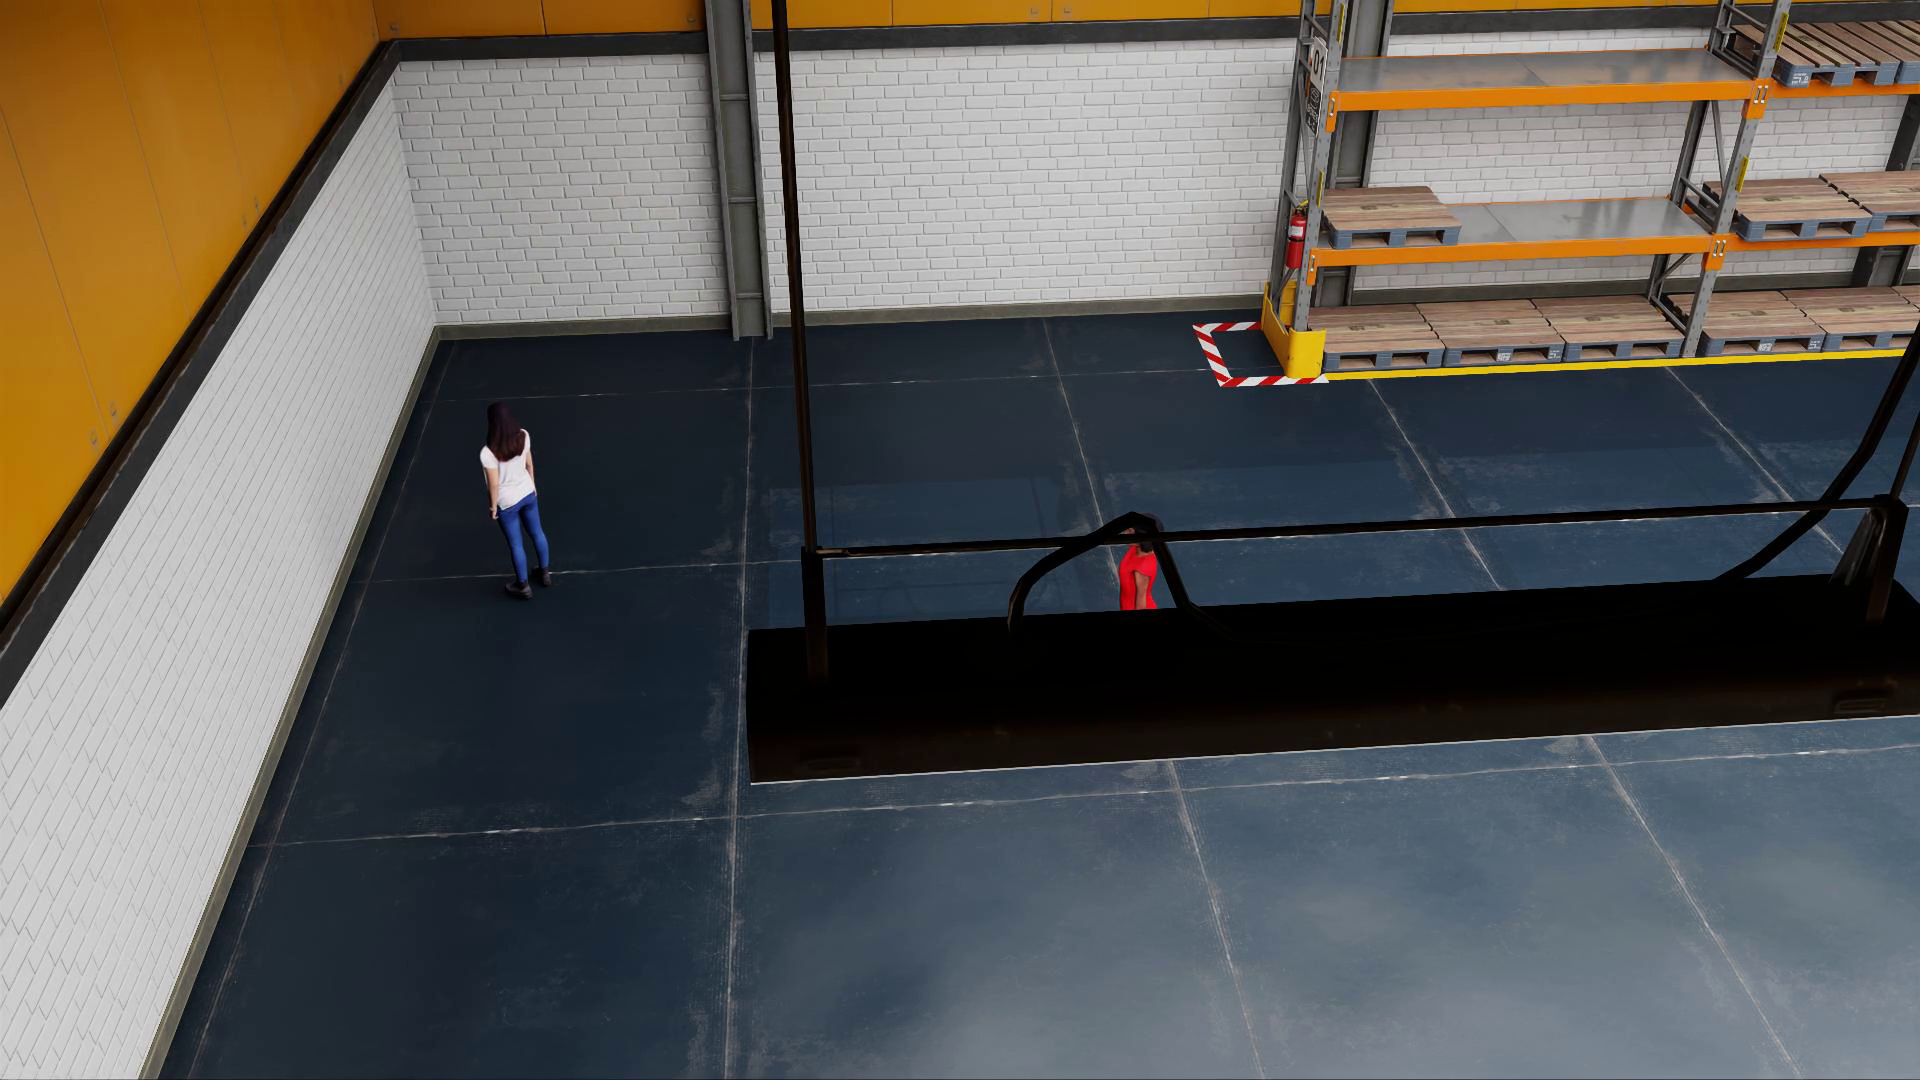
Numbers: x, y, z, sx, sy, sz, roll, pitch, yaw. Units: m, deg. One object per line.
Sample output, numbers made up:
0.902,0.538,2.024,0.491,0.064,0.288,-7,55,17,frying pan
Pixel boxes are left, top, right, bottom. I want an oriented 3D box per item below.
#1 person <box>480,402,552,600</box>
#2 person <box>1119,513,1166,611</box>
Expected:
-3.410,-0.299,12.763,0.731,1.684,0.678,24,40,31,person
1.217,0.562,11.415,0.511,1.744,0.578,0,34,0,person
